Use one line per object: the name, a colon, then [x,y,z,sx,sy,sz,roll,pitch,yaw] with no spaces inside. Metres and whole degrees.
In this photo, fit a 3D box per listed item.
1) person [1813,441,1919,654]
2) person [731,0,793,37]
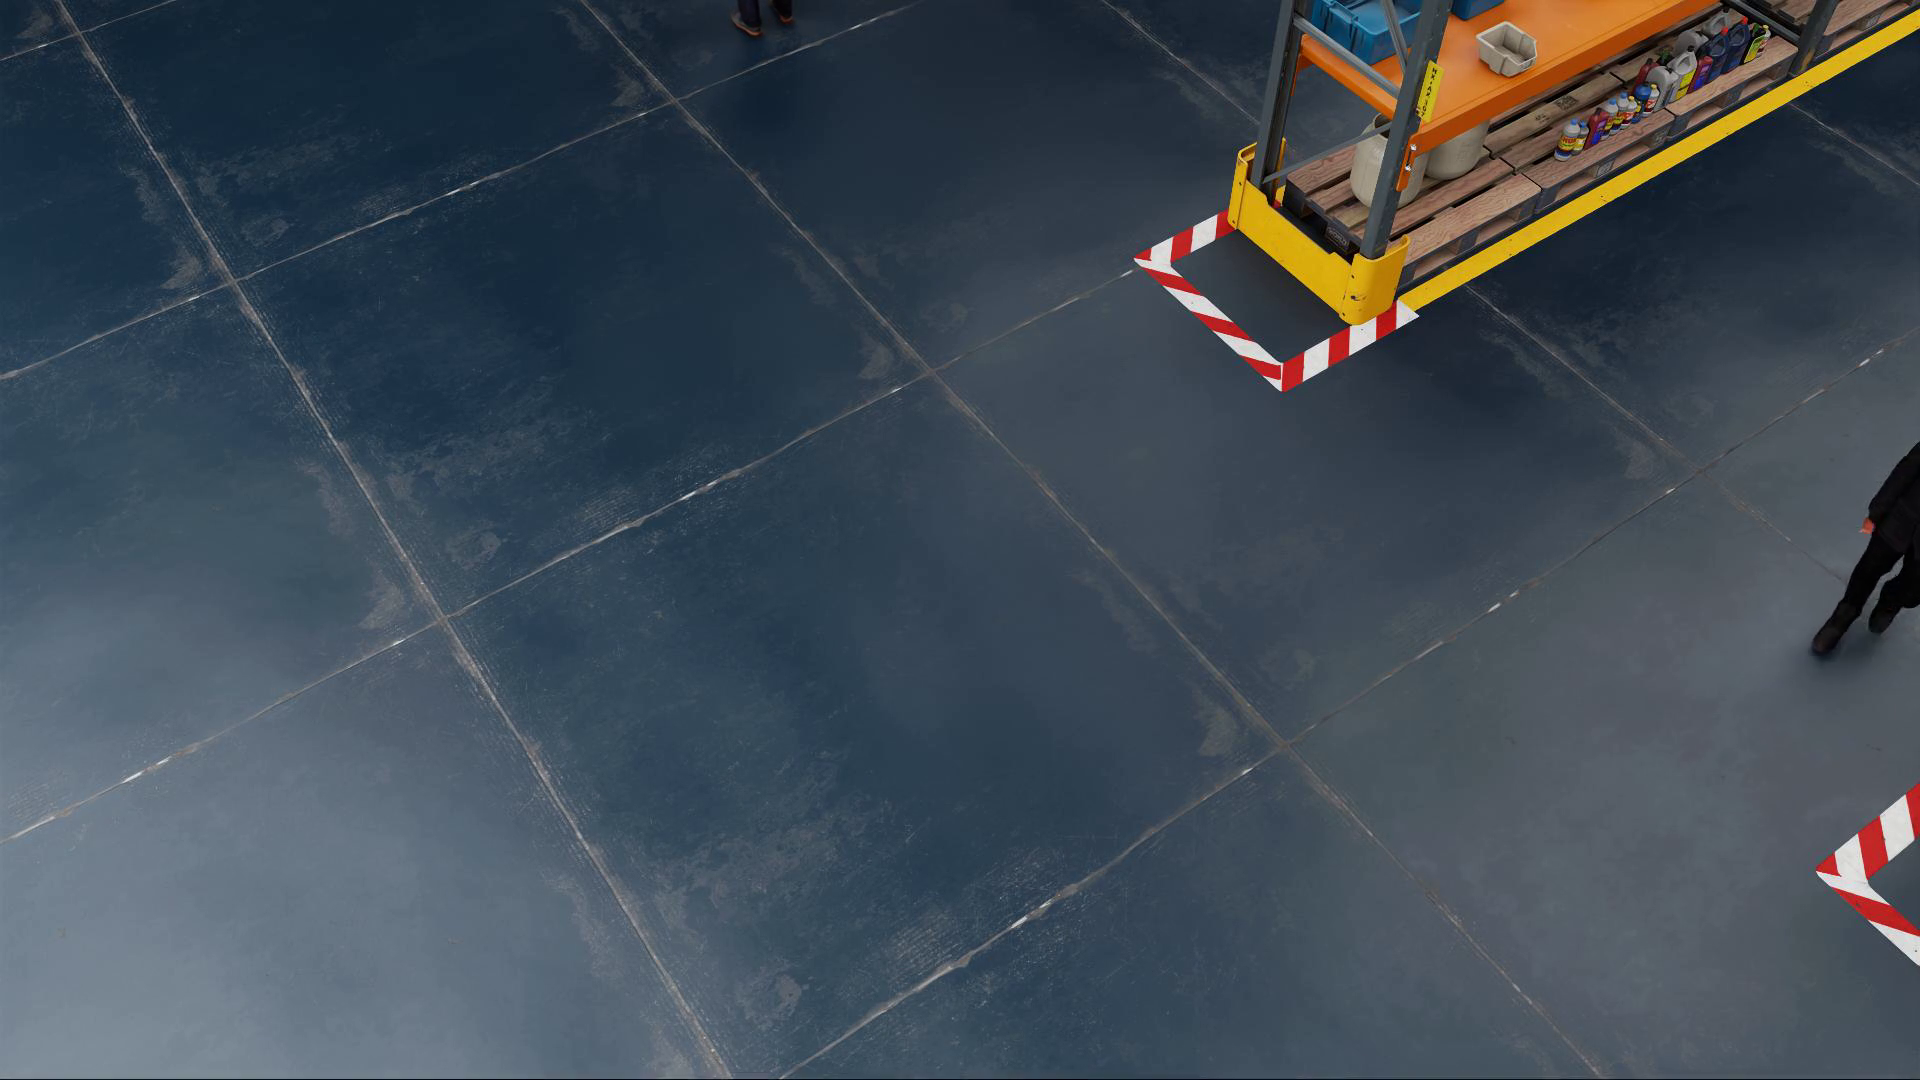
person: [4.508,-0.112,7.703,0.729,1.757,0.822,35,60,24]
person: [-1.365,-4.160,10.801,0.478,1.816,0.691,-28,57,-20]
